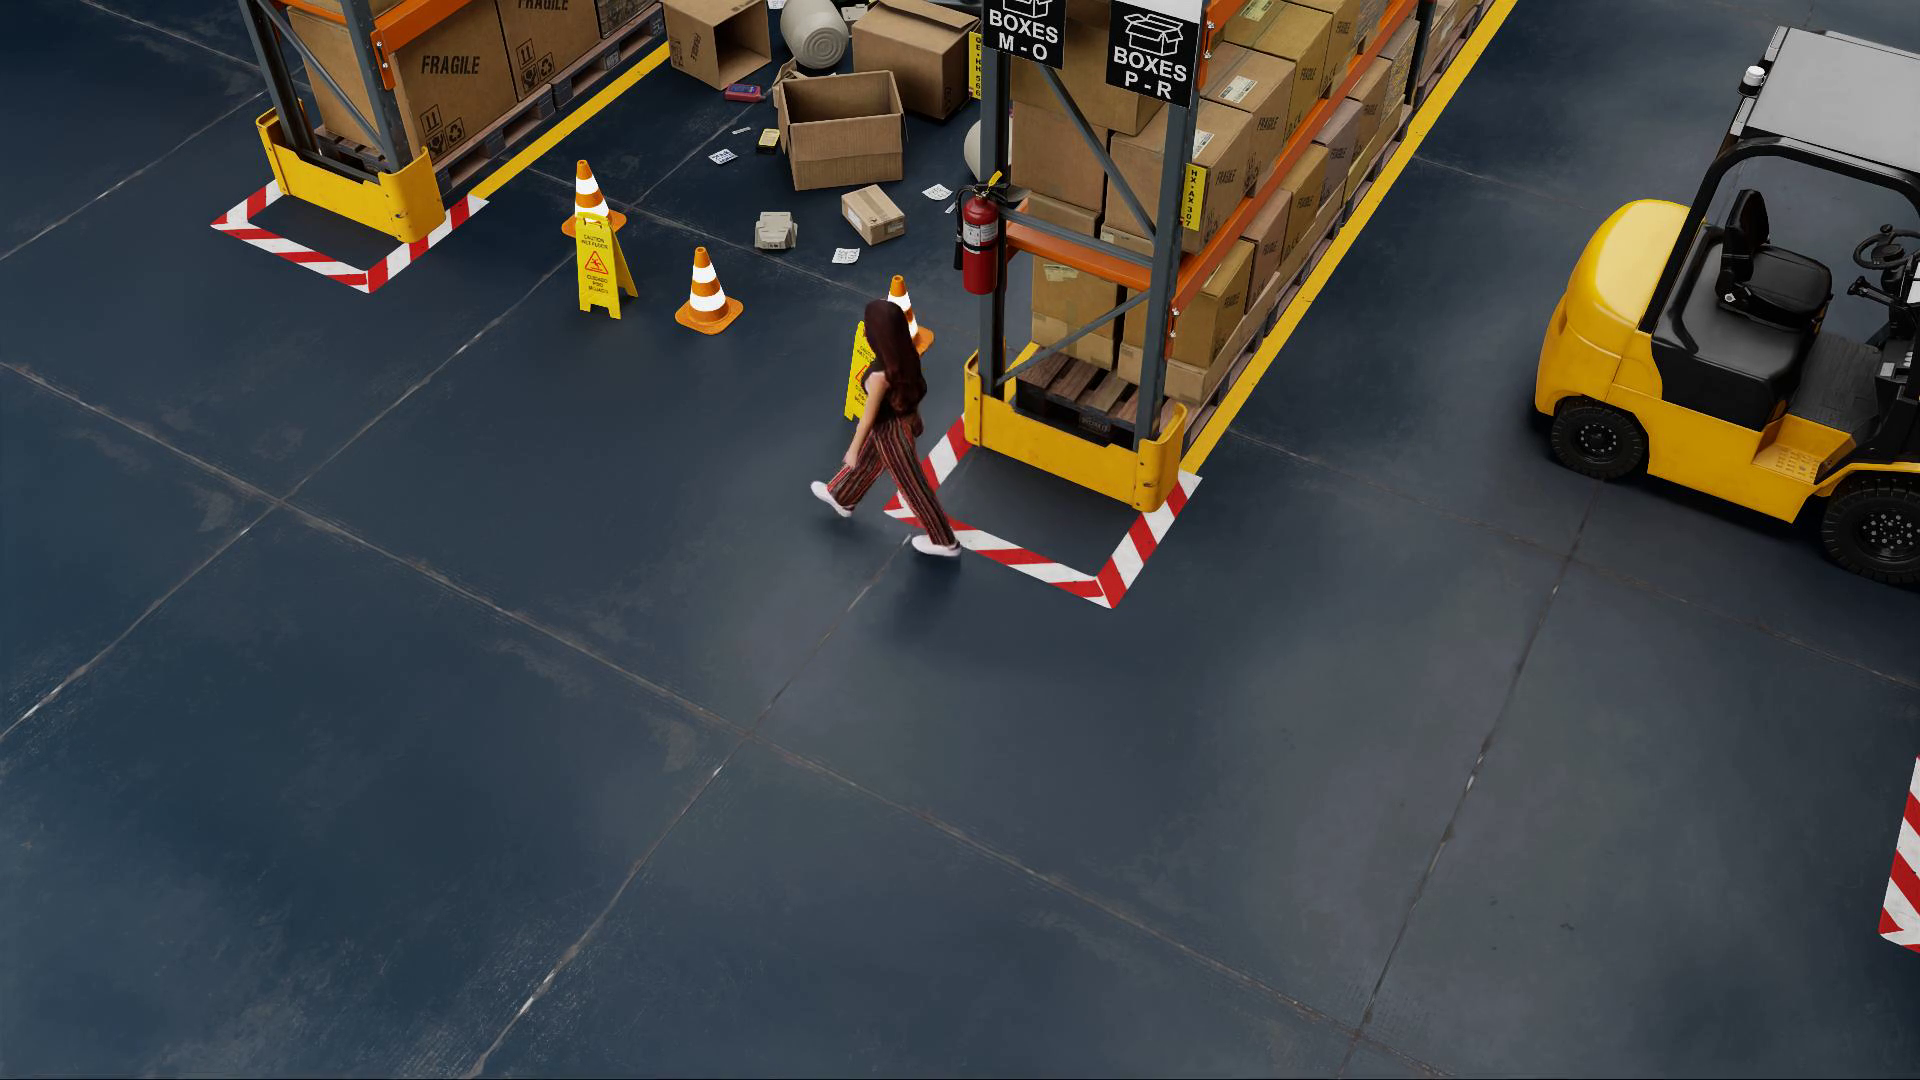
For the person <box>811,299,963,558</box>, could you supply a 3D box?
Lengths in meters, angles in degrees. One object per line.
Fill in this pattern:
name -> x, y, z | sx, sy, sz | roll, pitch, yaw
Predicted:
person -> -0.243, -0.484, 7.989 | 0.732, 1.511, 1.049 | 16, 49, 14
